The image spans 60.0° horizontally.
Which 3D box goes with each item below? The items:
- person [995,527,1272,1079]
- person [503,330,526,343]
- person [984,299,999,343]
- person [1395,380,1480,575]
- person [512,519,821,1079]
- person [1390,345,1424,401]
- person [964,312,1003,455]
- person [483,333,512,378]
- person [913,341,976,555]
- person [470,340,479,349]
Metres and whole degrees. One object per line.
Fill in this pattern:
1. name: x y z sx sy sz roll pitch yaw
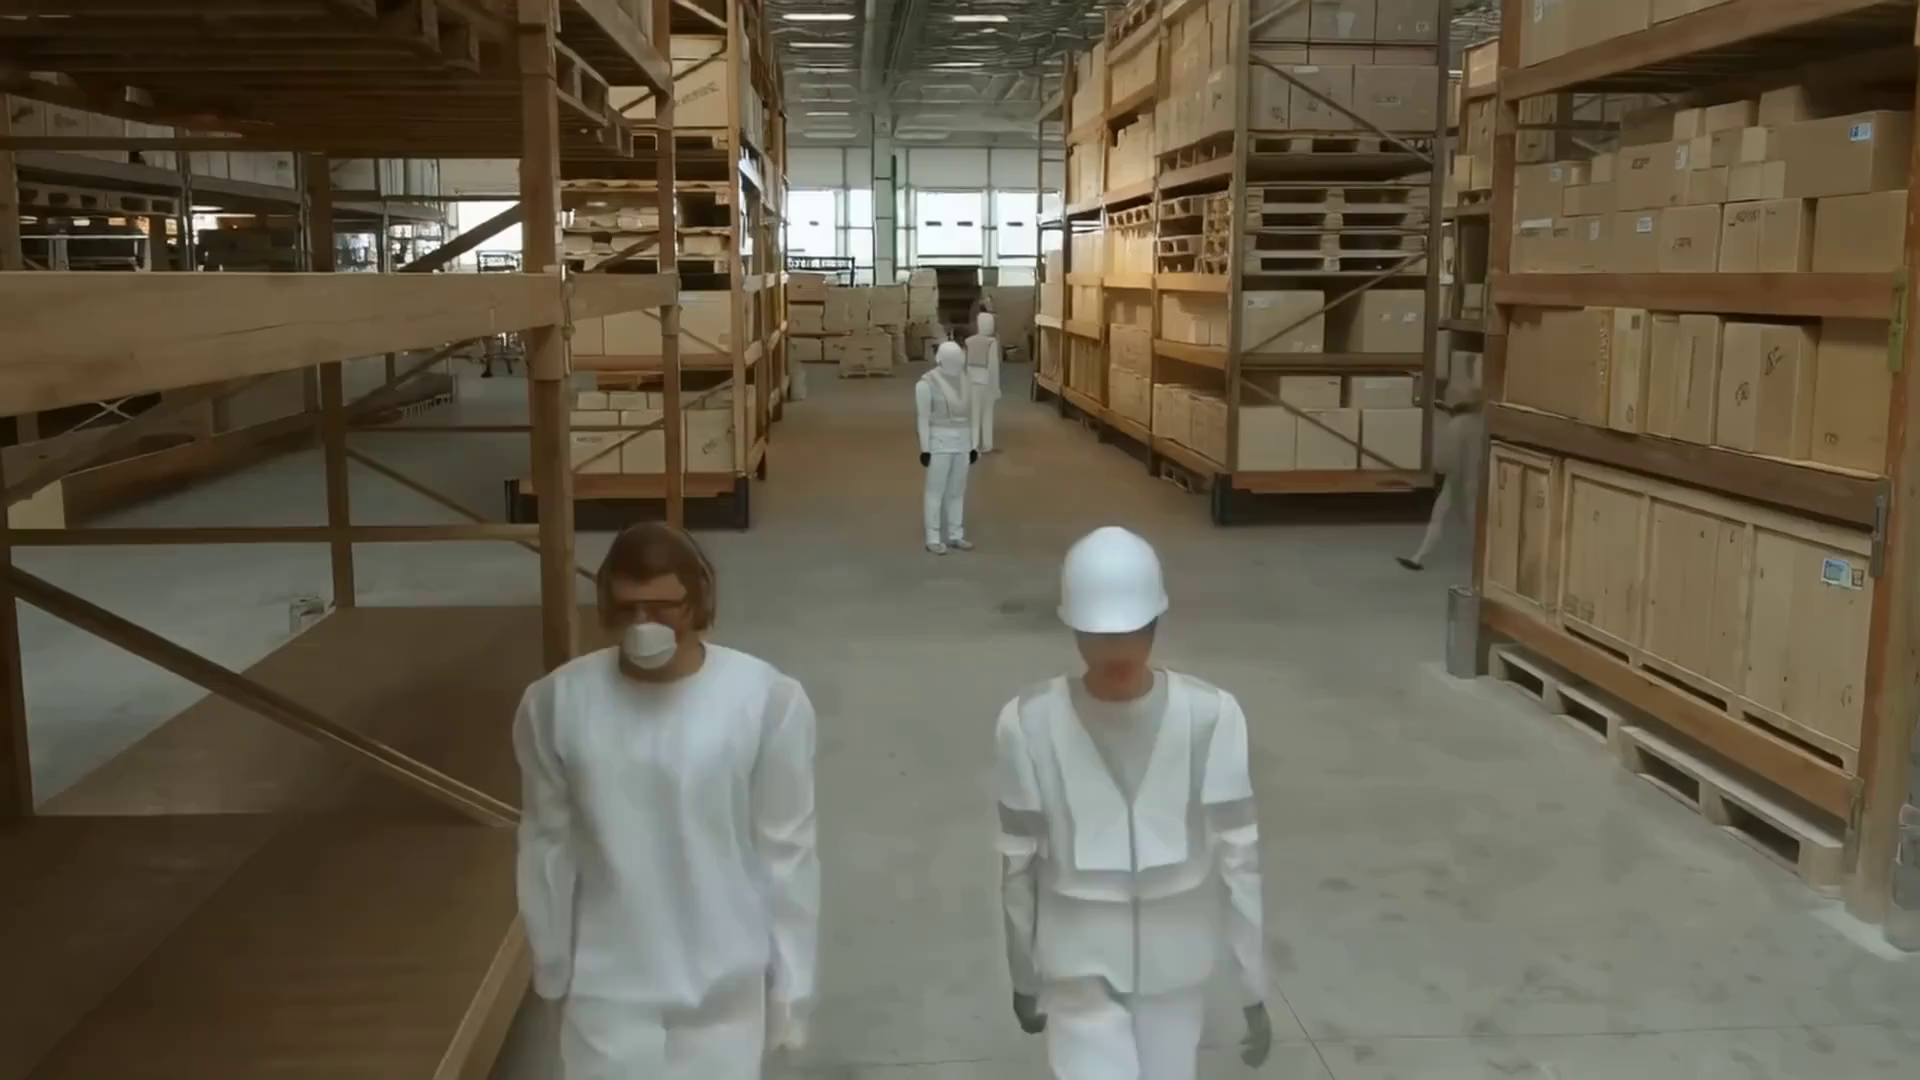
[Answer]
1. person: 0.358 0.889 3.658 0.559 1.892 0.990 -1 9 -4
2. person: -15.660 -7.733 58.125 0.981 1.783 0.664 0 9 3
3. person: 0.681 -4.831 39.723 0.544 1.844 0.833 -7 11 -36
4. person: 3.902 -0.461 13.083 0.503 1.583 0.889 -8 12 -42
5. person: -0.606 0.895 3.521 0.632 1.926 0.561 -1 9 -4
6. person: 7.214 -2.650 26.785 0.512 1.598 0.859 -1 9 -8
7. person: 0.306 -2.100 22.324 0.383 1.918 0.597 -8 12 -42
8. person: -10.970 -4.813 39.261 0.624 1.948 0.744 4 10 24
9. person: -0.102 -0.799 14.397 0.633 1.843 0.429 -8 12 -43
10. person: -15.888 -7.166 54.154 0.608 1.909 0.413 -1 9 -5
